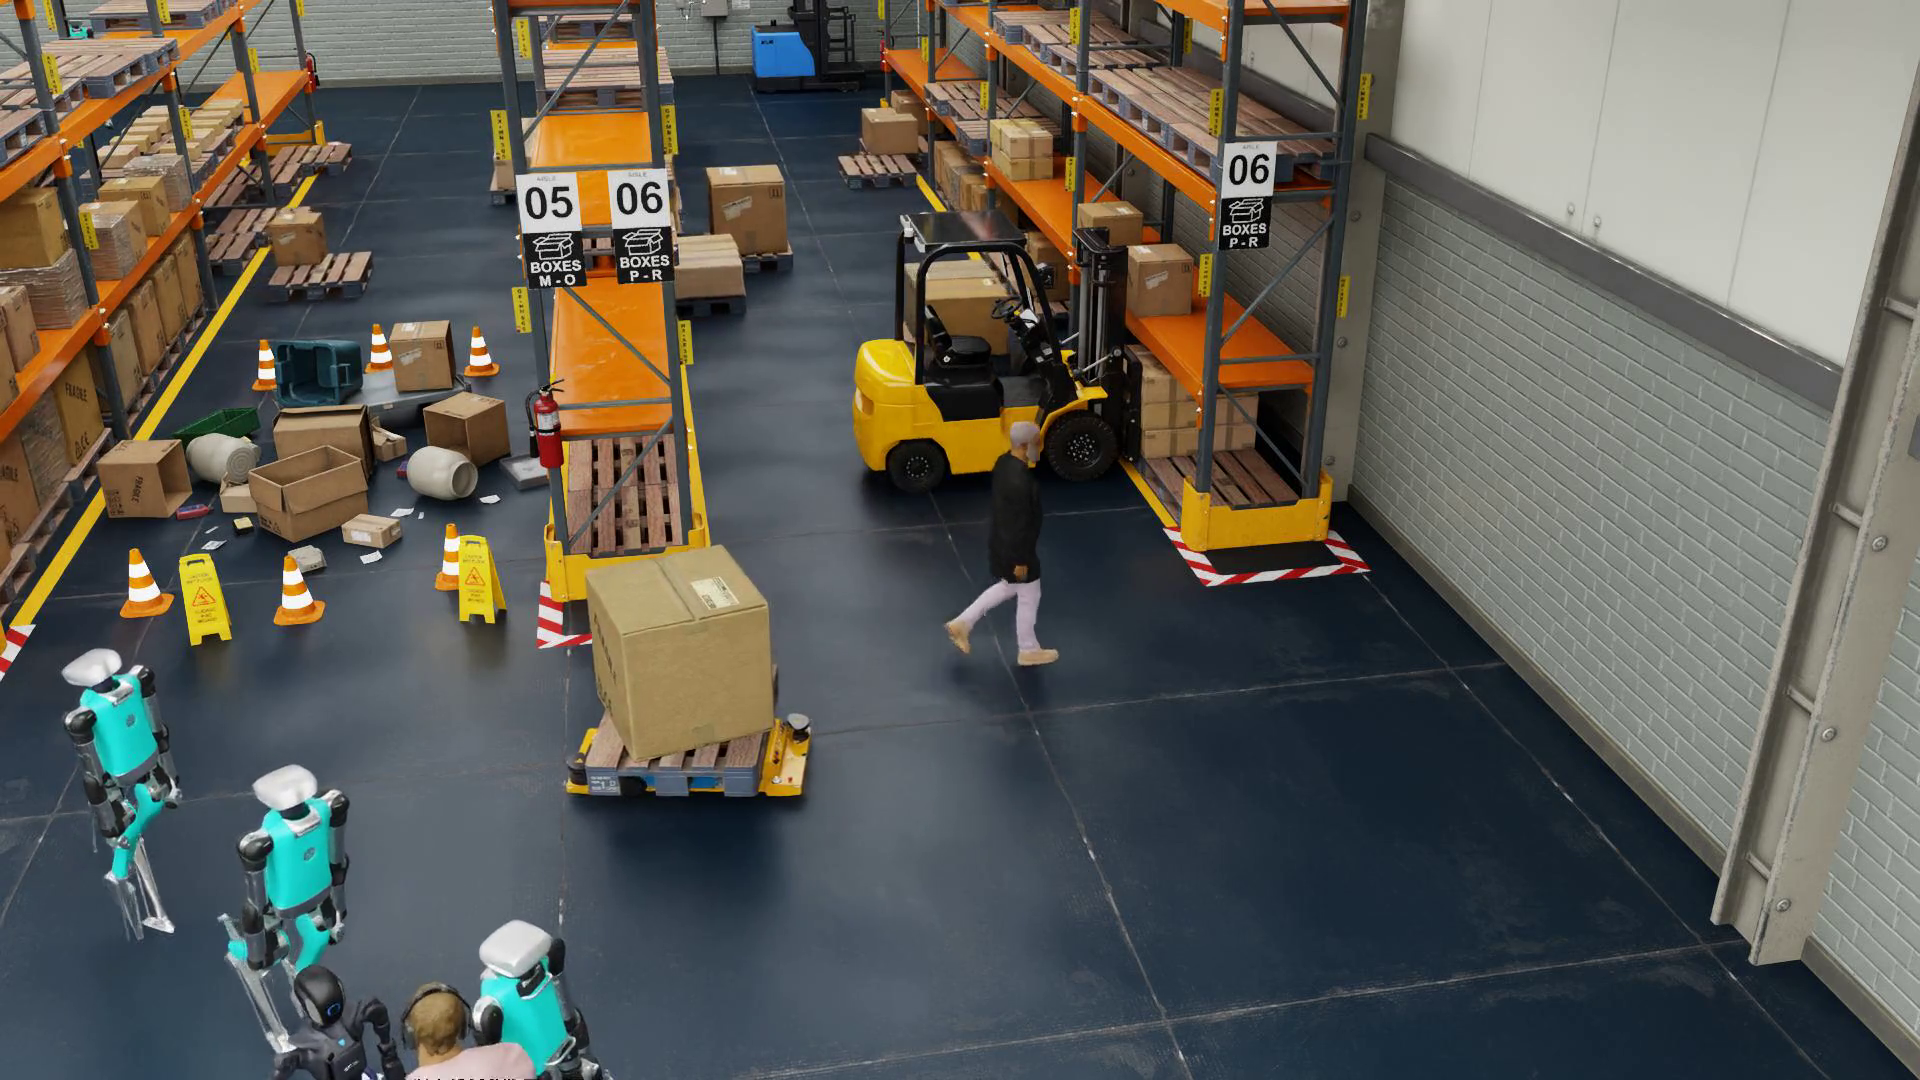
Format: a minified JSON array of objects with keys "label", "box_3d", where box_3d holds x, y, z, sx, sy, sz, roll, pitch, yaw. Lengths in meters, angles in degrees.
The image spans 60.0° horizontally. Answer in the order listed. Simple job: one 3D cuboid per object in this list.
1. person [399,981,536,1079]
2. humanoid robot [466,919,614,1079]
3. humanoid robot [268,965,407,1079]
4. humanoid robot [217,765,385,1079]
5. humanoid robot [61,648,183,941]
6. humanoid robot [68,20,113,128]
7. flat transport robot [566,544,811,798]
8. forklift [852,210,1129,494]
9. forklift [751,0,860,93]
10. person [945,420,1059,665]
[{"label":"person","box_3d":[-1.798,2.462,6.114,0.632,1.914,0.486,-19,32,-34]},{"label":"humanoid robot","box_3d":[-1.434,2.373,6.605,0.835,1.870,0.530,9,27,19]},{"label":"humanoid robot","box_3d":[-2.439,2.337,6.623,0.316,1.644,0.589,16,30,31]},{"label":"humanoid robot","box_3d":[-3.172,1.782,7.743,0.897,1.775,0.549,15,30,29]},{"label":"humanoid robot","box_3d":[-4.390,1.394,8.653,0.672,1.899,0.561,8,27,16]},{"label":"humanoid robot","box_3d":[-14.359,-7.633,27.434,0.554,1.877,0.821,-21,33,-37]},{"label":"flat transport robot","box_3d":[-1.671,1.334,10.350,1.431,0.231,0.659,0,26,1]},{"label":"forklift","box_3d":[0.216,-1.659,14.366,2.313,2.155,1.214,-5,26,-10]},{"label":"forklift","box_3d":[-2.872,-9.679,30.288,1.873,2.768,1.129,-5,26,-10]},{"label":"person","box_3d":[0.310,0.046,11.230,0.710,1.833,0.527,-6,26,-12]}]
